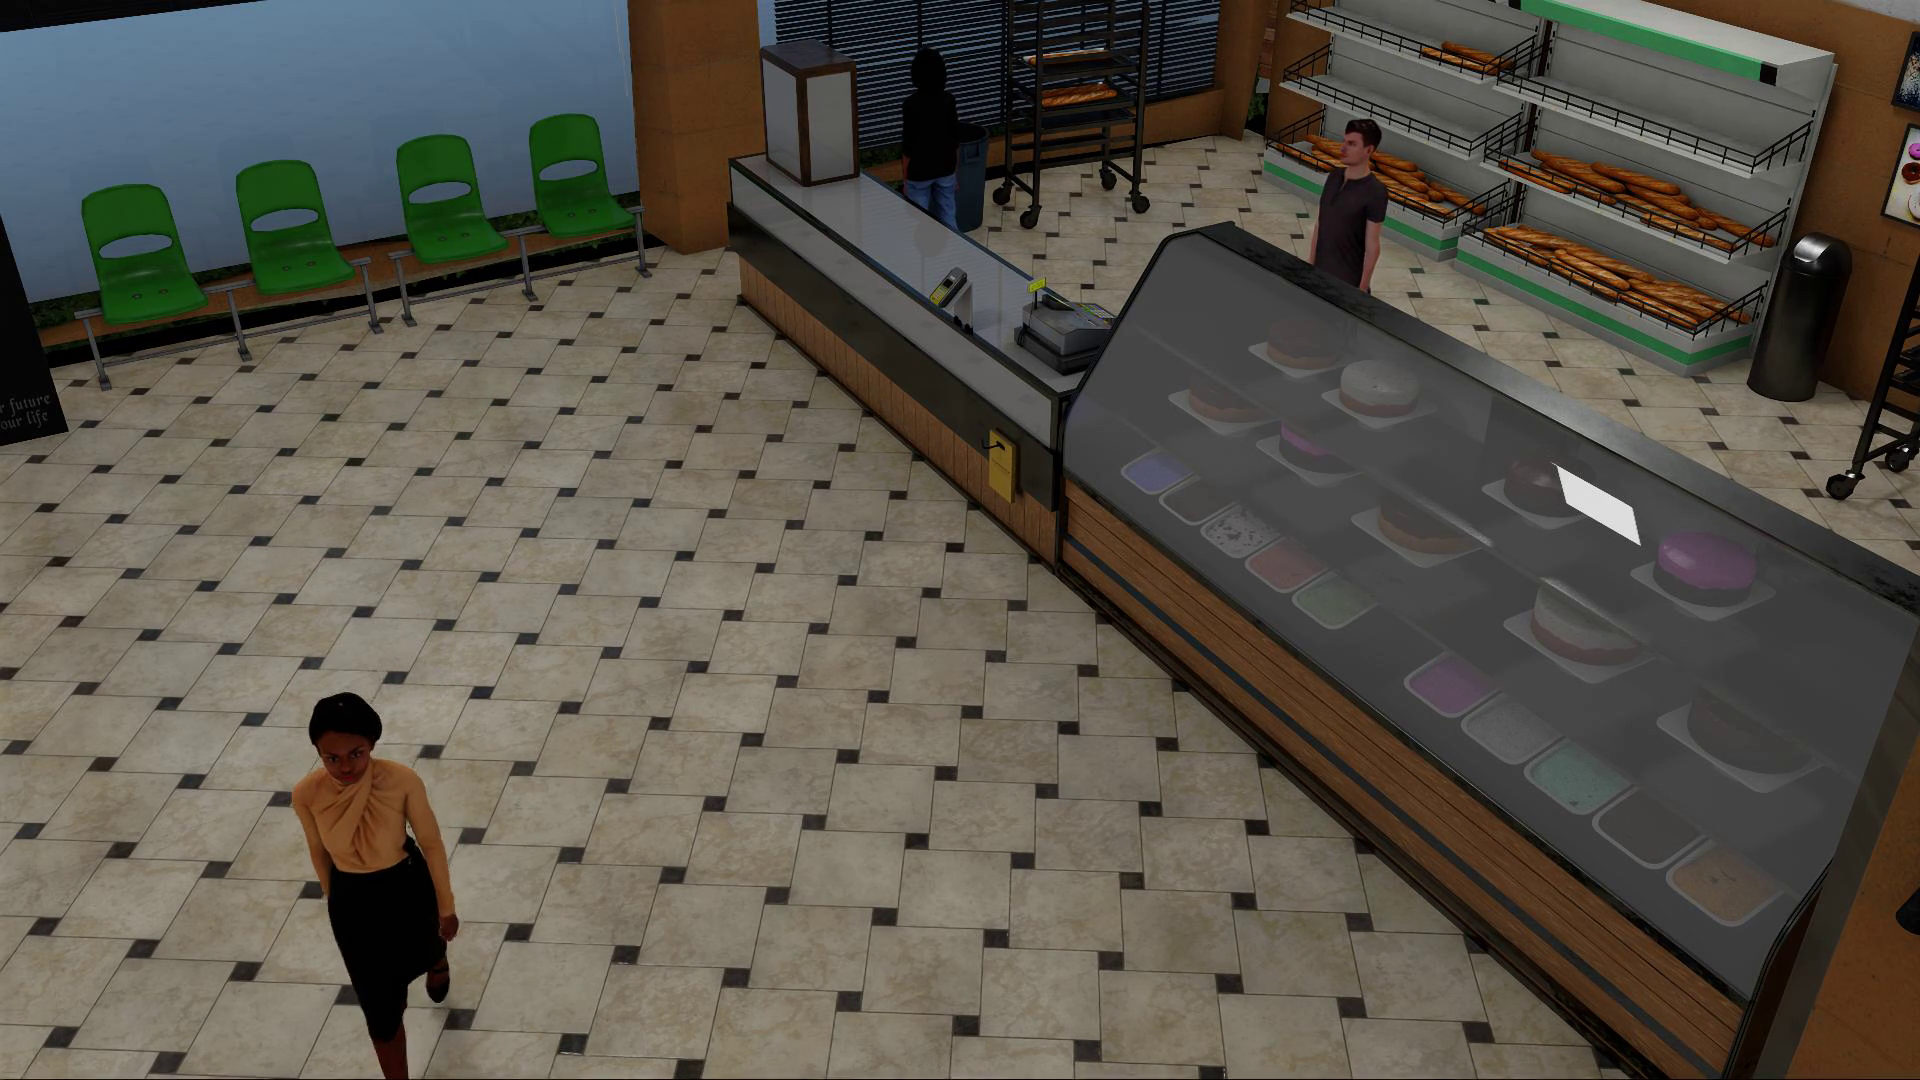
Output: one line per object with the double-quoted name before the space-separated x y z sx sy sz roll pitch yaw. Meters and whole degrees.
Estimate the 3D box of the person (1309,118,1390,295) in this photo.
"person" 2.144 -1.458 9.334 0.523 1.853 0.630 -17 36 -25

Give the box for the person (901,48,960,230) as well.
"person" -0.195 -2.394 10.982 0.533 1.701 0.672 -10 33 -16

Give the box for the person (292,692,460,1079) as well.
"person" -1.845 1.132 5.401 1.041 1.611 0.816 -8 33 -13
